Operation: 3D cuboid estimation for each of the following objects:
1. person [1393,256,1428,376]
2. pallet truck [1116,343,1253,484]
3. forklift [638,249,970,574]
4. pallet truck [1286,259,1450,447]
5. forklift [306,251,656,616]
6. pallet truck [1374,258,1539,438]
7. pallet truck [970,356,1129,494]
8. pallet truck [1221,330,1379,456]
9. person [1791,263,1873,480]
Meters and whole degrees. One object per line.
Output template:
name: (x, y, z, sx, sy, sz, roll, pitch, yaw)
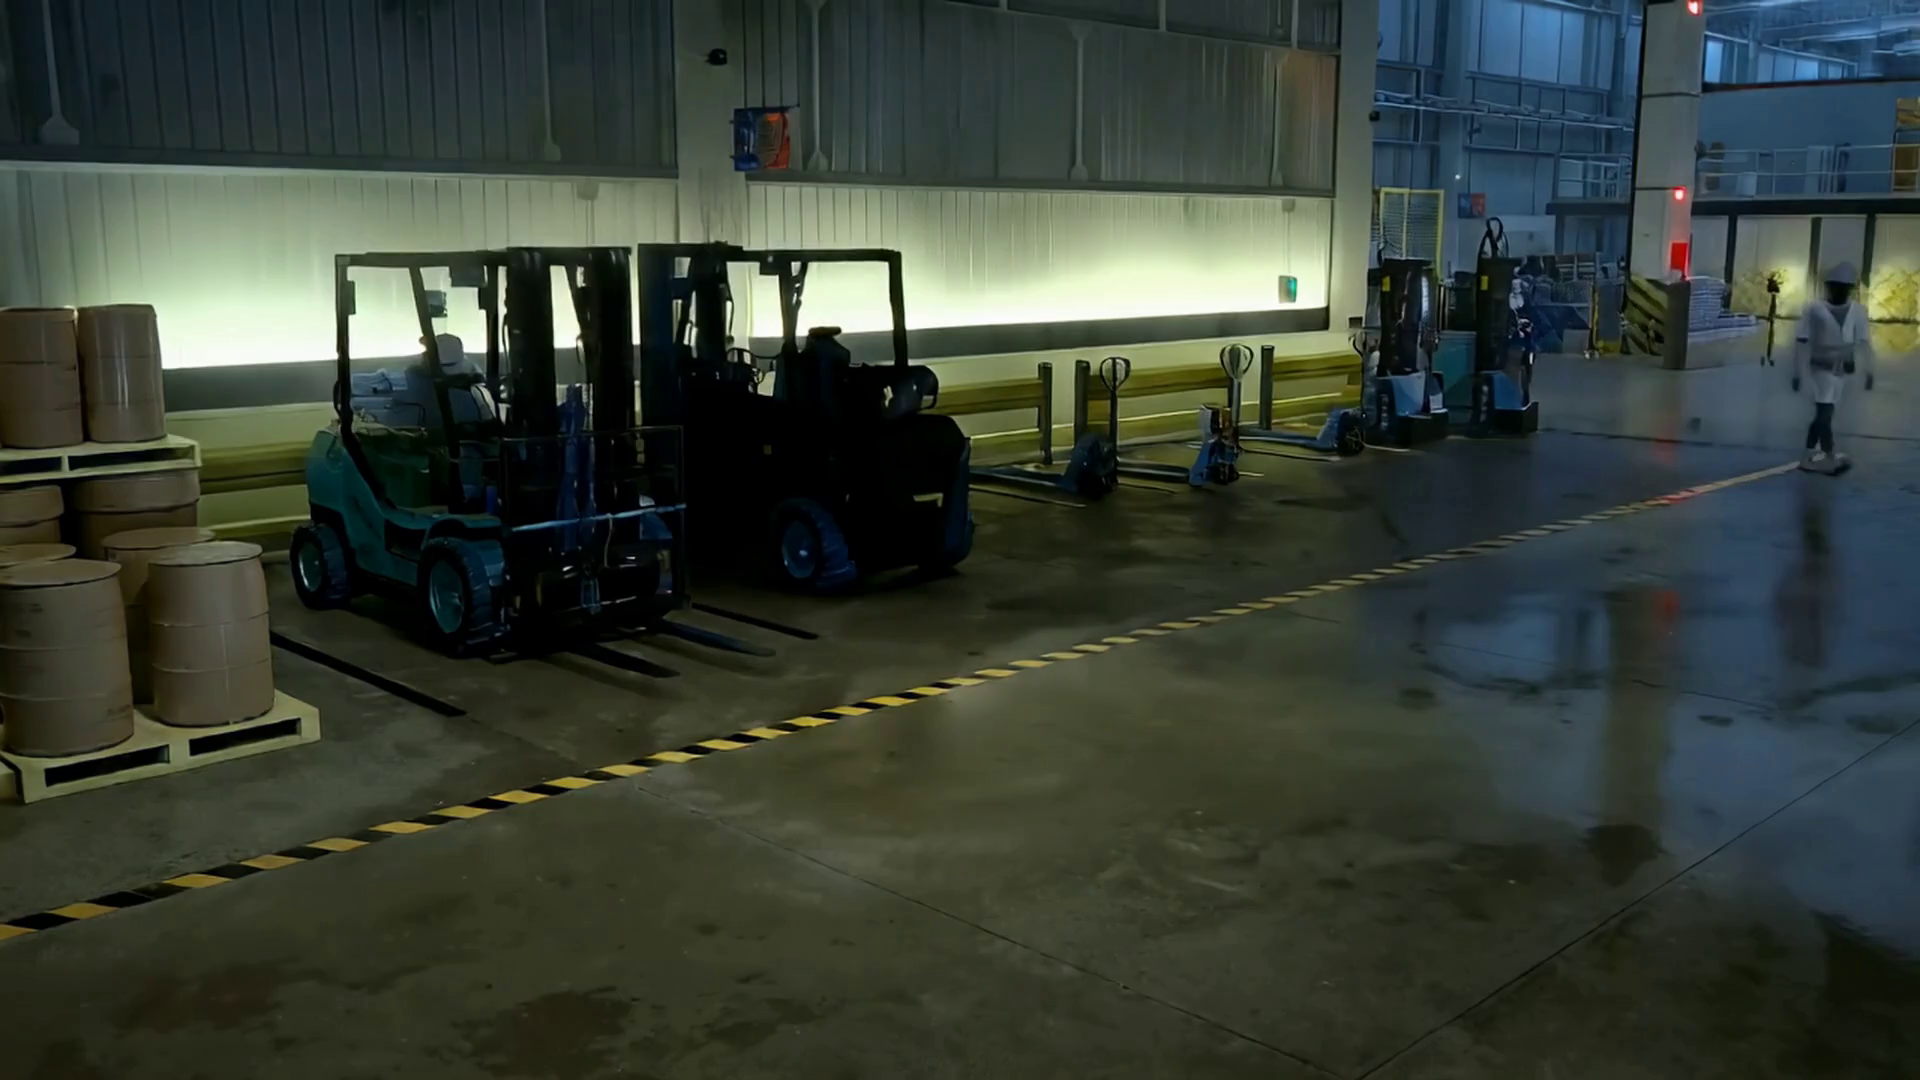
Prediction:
person: (7.143, -3.573, 26.593, 0.643, 1.909, 0.410, 3, 11, 17)
pallet truck: (1.962, -1.215, 15.415, 1.522, 1.261, 0.704, 10, 14, 43)
forklift: (-1.173, -0.958, 11.239, 2.680, 1.987, 1.157, 10, 14, 43)
pallet truck: (4.493, -2.078, 18.196, 0.823, 1.965, 1.885, -9, 14, -40)
forklift: (-2.833, -0.669, 9.694, 1.157, 1.987, 2.680, -10, 14, -44)
pallet truck: (5.704, -2.208, 18.901, 1.885, 1.965, 0.823, 10, 14, 43)
pallet truck: (0.784, -1.085, 14.876, 0.680, 1.201, 1.601, -10, 14, -44)
pallet truck: (3.563, -1.581, 17.381, 0.653, 1.274, 1.630, -10, 14, -44)
person: (8.140, -1.566, 15.444, 0.617, 1.978, 1.051, 0, 10, -2)
